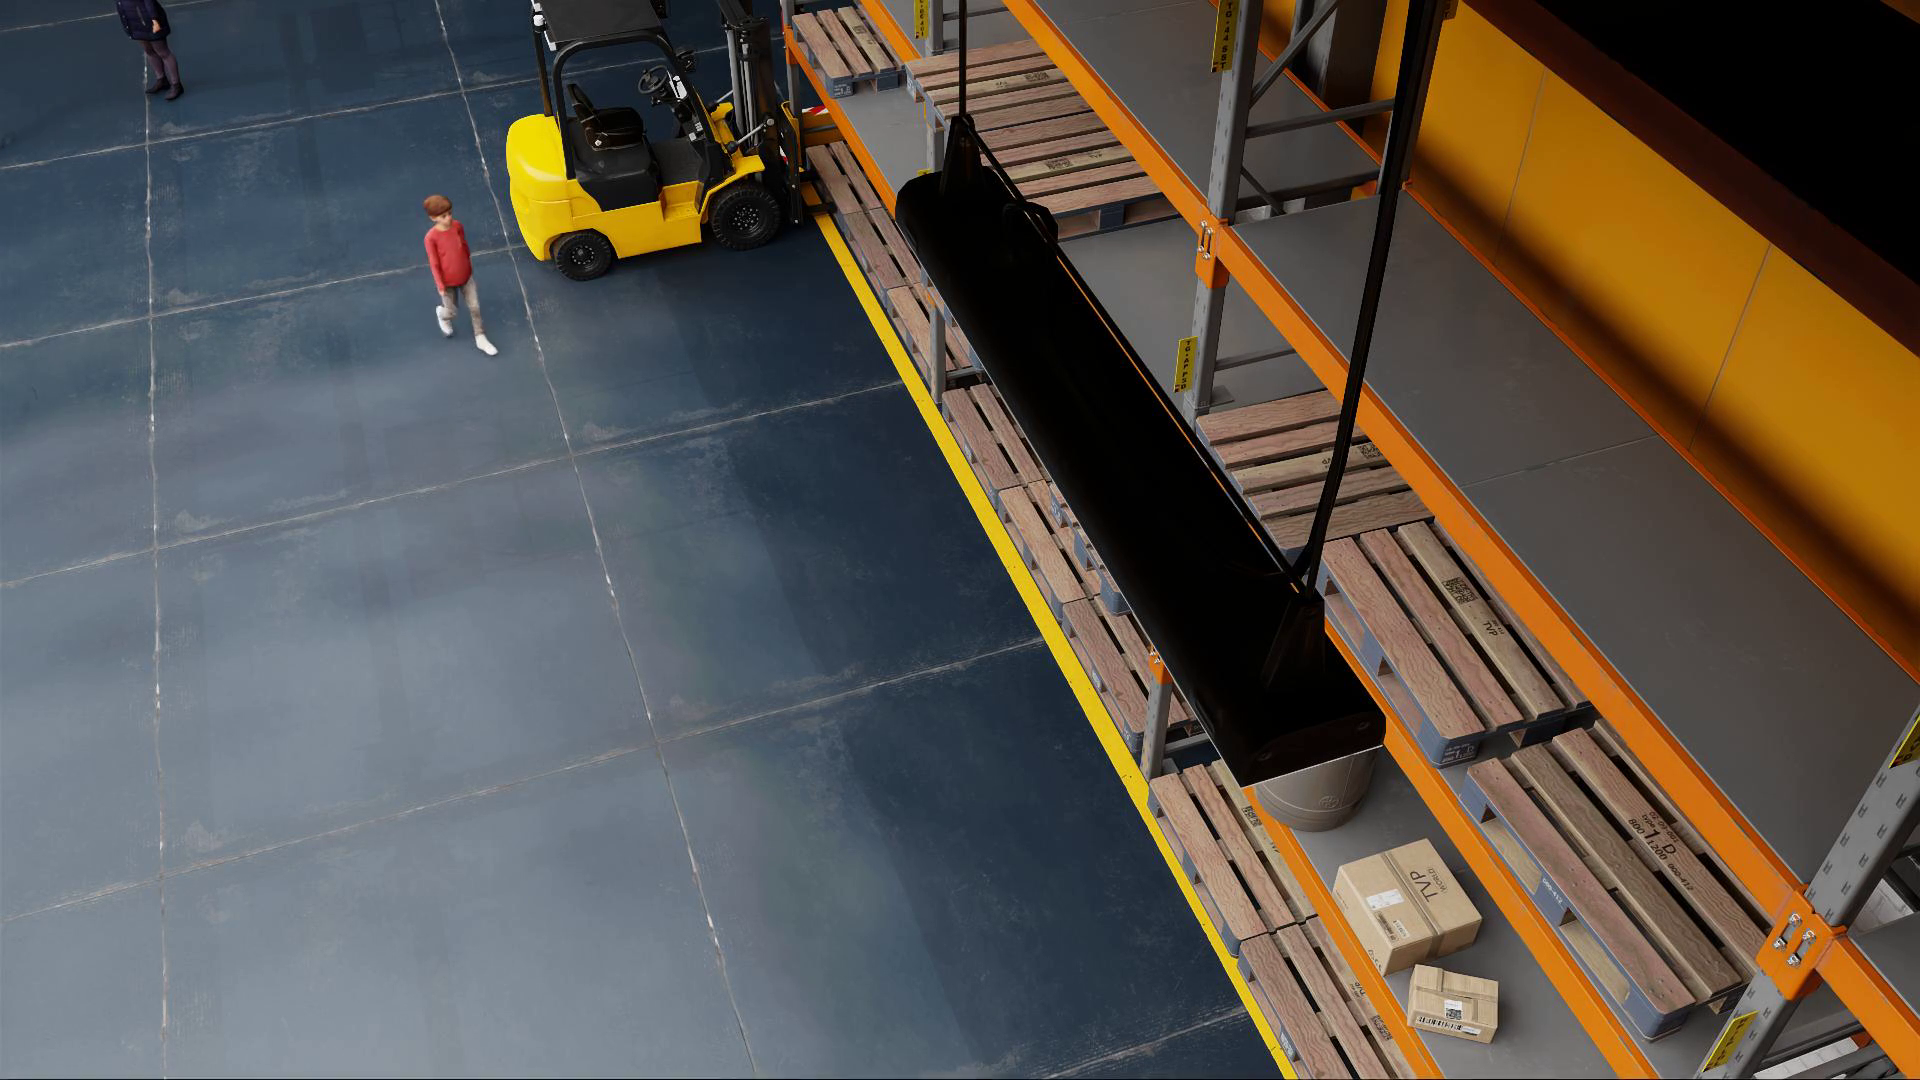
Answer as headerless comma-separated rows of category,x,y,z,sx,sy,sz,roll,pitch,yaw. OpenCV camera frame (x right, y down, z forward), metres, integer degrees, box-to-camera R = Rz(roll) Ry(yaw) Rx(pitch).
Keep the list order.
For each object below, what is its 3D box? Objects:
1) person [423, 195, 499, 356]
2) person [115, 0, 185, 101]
person,-4.062,-2.123,13.230,0.910,1.401,0.720,34,53,31
person,-7.942,-5.110,16.167,0.792,1.674,0.859,20,47,20
